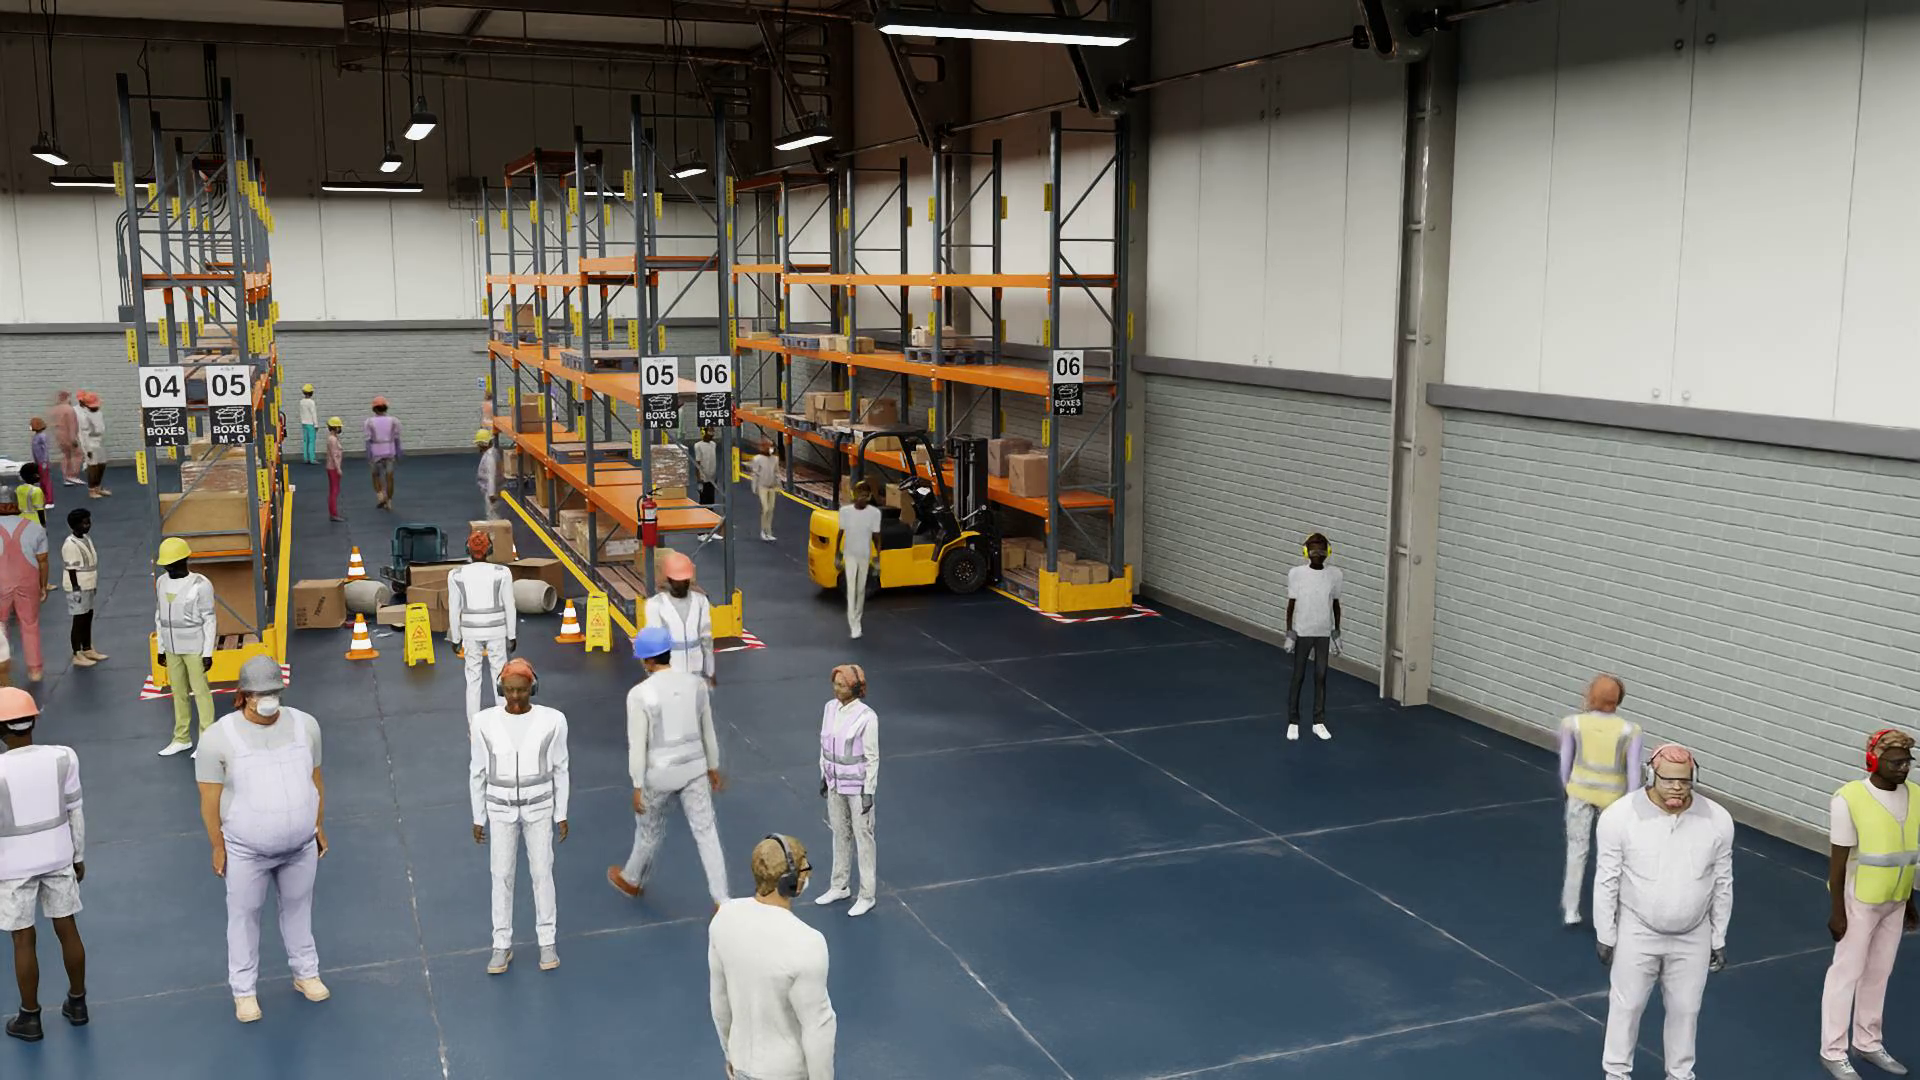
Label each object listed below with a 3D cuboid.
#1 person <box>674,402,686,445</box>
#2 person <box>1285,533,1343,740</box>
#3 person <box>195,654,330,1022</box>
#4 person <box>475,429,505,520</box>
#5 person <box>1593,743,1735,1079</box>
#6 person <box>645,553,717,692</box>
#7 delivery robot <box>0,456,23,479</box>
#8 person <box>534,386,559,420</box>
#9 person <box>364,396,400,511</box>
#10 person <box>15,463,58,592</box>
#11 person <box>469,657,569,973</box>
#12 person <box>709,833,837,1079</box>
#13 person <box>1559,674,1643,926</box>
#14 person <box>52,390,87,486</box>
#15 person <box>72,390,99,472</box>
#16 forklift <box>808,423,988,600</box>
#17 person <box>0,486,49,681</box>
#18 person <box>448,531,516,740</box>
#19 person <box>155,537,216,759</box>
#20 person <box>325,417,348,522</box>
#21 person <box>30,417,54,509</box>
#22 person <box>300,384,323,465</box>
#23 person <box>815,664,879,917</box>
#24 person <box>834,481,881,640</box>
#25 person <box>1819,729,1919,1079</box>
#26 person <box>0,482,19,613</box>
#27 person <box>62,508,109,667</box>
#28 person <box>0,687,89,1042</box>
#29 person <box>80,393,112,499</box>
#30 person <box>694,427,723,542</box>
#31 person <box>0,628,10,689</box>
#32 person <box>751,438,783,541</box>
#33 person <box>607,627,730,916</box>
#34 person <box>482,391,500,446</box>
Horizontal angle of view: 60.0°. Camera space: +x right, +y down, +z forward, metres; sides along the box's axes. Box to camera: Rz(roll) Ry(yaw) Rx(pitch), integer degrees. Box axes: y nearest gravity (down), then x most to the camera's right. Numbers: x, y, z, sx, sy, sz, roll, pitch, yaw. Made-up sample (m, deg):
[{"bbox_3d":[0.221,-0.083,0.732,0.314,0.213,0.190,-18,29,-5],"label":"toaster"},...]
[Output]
[{"bbox_3d":[-5.903,-2.217,34.910,0.283,1.627,0.502,-3,9,-16],"label":"person"},{"bbox_3d":[3.158,0.853,14.815,0.513,1.872,0.331,0,9,-2],"label":"person"},{"bbox_3d":[-3.849,1.642,9.314,0.683,2.000,0.538,-8,12,-43],"label":"person"},{"bbox_3d":[-7.126,-0.780,25.263,0.406,1.818,0.609,-2,9,-9],"label":"person"},{"bbox_3d":[3.416,1.910,8.093,0.636,1.900,0.399,1,9,7],"label":"person"},{"bbox_3d":[-2.260,1.042,13.455,0.558,1.925,0.445,-6,11,-33],"label":"person"},{"bbox_3d":[-18.984,-1.425,32.984,0.707,0.478,0.477,-6,11,-35],"label":"delivery robot"},{"bbox_3d":[-9.544,-2.870,38.343,0.634,1.839,0.429,-9,13,-44],"label":"person"},{"bbox_3d":[-10.159,-1.518,29.272,0.611,2.025,0.476,-5,10,-28],"label":"person"},{"bbox_3d":[-12.132,-0.166,21.760,0.535,1.699,0.322,5,10,30],"label":"person"},{"bbox_3d":[-2.611,1.630,9.887,0.576,1.882,0.355,-2,9,-11],"label":"person"},{"bbox_3d":[-0.731,2.112,6.670,0.638,1.938,0.357,8,12,41],"label":"person"},{"bbox_3d":[4.098,1.649,10.677,0.521,1.590,0.871,5,10,30],"label":"person"},{"bbox_3d":[-17.484,-2.006,32.710,0.681,1.892,0.509,6,11,33],"label":"person"},{"bbox_3d":[-18.365,-2.282,34.952,0.577,1.737,0.354,-2,9,-10],"label":"person"},{"bbox_3d":[-0.830,-0.399,21.676,2.313,2.155,1.214,-4,10,-21],"label":"forklift"},{"bbox_3d":[-9.620,0.444,16.854,0.685,2.000,0.535,-8,12,-40],"label":"person"},{"bbox_3d":[-4.233,0.851,14.789,0.574,1.883,0.355,-1,9,-9],"label":"person"},{"bbox_3d":[-6.648,0.919,14.251,0.584,1.918,0.376,3,9,18],"label":"person"},{"bbox_3d":[-10.521,-1.192,28.042,0.335,1.765,0.526,-4,10,-22],"label":"person"},{"bbox_3d":[-16.295,-1.360,29.480,0.507,1.632,0.274,9,12,43],"label":"person"},{"bbox_3d":[-14.226,-2.529,36.427,0.536,1.769,0.320,7,11,37],"label":"person"},{"bbox_3d":[-0.719,1.604,10.799,0.514,1.644,0.307,9,13,44],"label":"person"},{"bbox_3d":[-1.169,0.222,18.989,0.519,1.804,0.949,-1,9,-8],"label":"person"},{"bbox_3d":[4.680,1.861,8.554,0.570,1.841,0.380,-4,10,-22],"label":"person"},{"bbox_3d":[-11.544,0.109,19.966,0.595,1.708,0.858,-3,10,-19],"label":"person"},{"bbox_3d":[-9.302,0.501,17.608,0.321,1.686,0.539,-1,9,-9],"label":"person"},{"bbox_3d":[-5.037,1.743,9.018,0.373,1.932,0.542,8,12,40],"label":"person"},{"bbox_3d":[-15.975,-1.736,30.726,0.531,1.992,0.652,1,9,6],"label":"person"},{"bbox_3d":[-3.927,-0.911,25.916,0.328,1.873,0.512,4,10,26],"label":"person"},{"bbox_3d":[-7.321,1.212,12.020,0.700,2.000,0.690,5,10,28],"label":"person"},{"bbox_3d":[-2.967,-0.777,25.845,0.534,1.617,0.443,-9,12,-43],"label":"person"},{"bbox_3d":[-1.854,1.501,10.753,0.685,1.866,1.068,-7,12,-39],"label":"person"},{"bbox_3d":[-10.365,-2.479,36.587,0.571,1.620,0.377,8,12,43],"label":"person"}]
